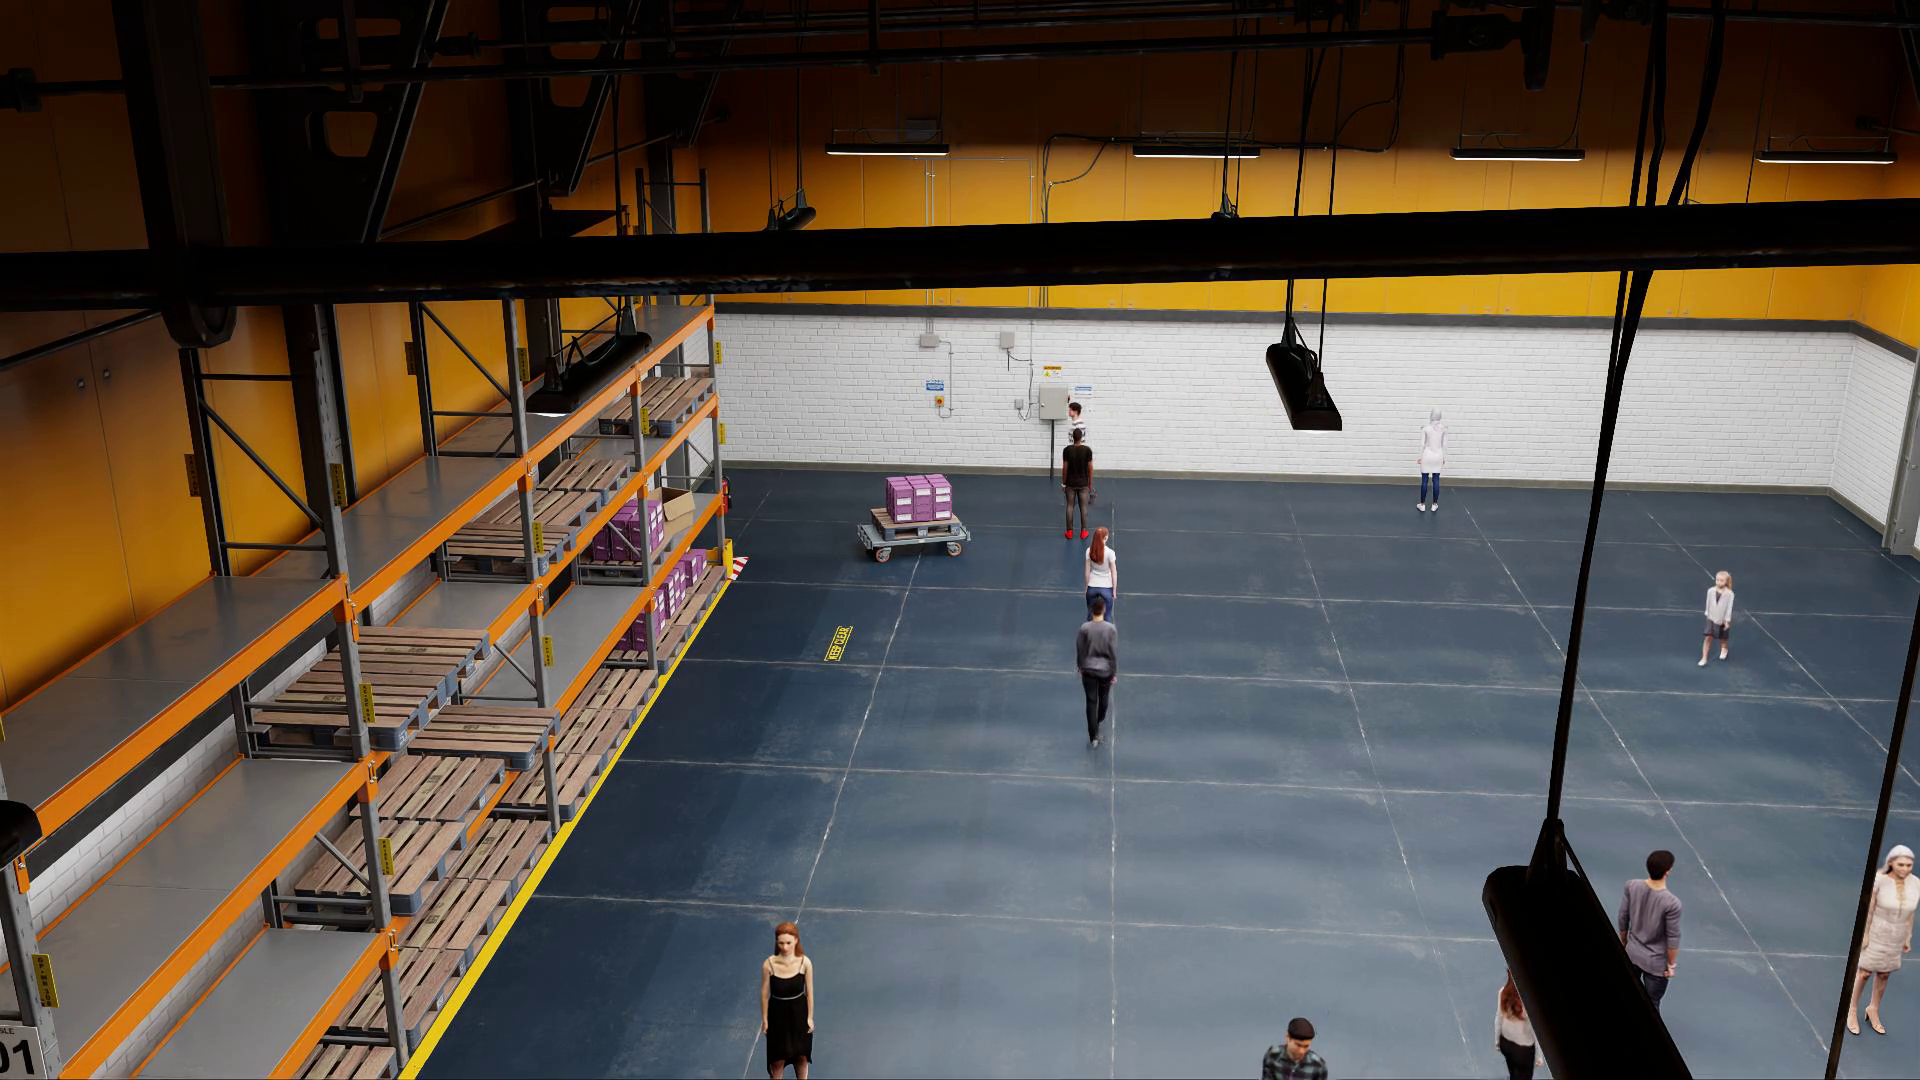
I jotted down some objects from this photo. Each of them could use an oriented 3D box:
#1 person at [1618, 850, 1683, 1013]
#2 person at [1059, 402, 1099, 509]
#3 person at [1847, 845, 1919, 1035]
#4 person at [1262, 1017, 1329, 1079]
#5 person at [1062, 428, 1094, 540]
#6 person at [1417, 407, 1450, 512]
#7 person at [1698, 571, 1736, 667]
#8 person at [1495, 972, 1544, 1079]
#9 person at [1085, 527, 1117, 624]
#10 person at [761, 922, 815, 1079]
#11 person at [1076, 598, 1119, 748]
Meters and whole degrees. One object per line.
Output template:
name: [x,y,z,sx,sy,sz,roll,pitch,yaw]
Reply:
person: [5.632,3.386,13.644,0.798,1.853,0.716,-13,22,-33]
person: [2.013,-1.395,27.869,0.880,1.835,0.913,-4,19,-12]
person: [7.751,3.342,13.957,0.597,1.735,0.551,1,19,2]
person: [2.448,4.145,12.042,0.853,1.670,1.195,7,20,19]
person: [1.862,-0.908,26.471,0.644,1.805,0.520,1,19,3]
person: [7.909,-1.359,27.856,0.602,1.776,0.508,2,19,5]
person: [9.889,1.013,21.625,0.794,1.256,0.907,16,24,39]
person: [4.223,3.908,12.702,0.925,1.464,0.880,-13,23,-34]
person: [1.837,0.663,21.912,0.619,1.737,0.598,6,20,18]
person: [-1.341,3.722,13.002,0.621,1.625,0.642,-3,19,-9]
person: [1.581,1.562,19.261,0.622,1.725,1.056,2,19,5]
